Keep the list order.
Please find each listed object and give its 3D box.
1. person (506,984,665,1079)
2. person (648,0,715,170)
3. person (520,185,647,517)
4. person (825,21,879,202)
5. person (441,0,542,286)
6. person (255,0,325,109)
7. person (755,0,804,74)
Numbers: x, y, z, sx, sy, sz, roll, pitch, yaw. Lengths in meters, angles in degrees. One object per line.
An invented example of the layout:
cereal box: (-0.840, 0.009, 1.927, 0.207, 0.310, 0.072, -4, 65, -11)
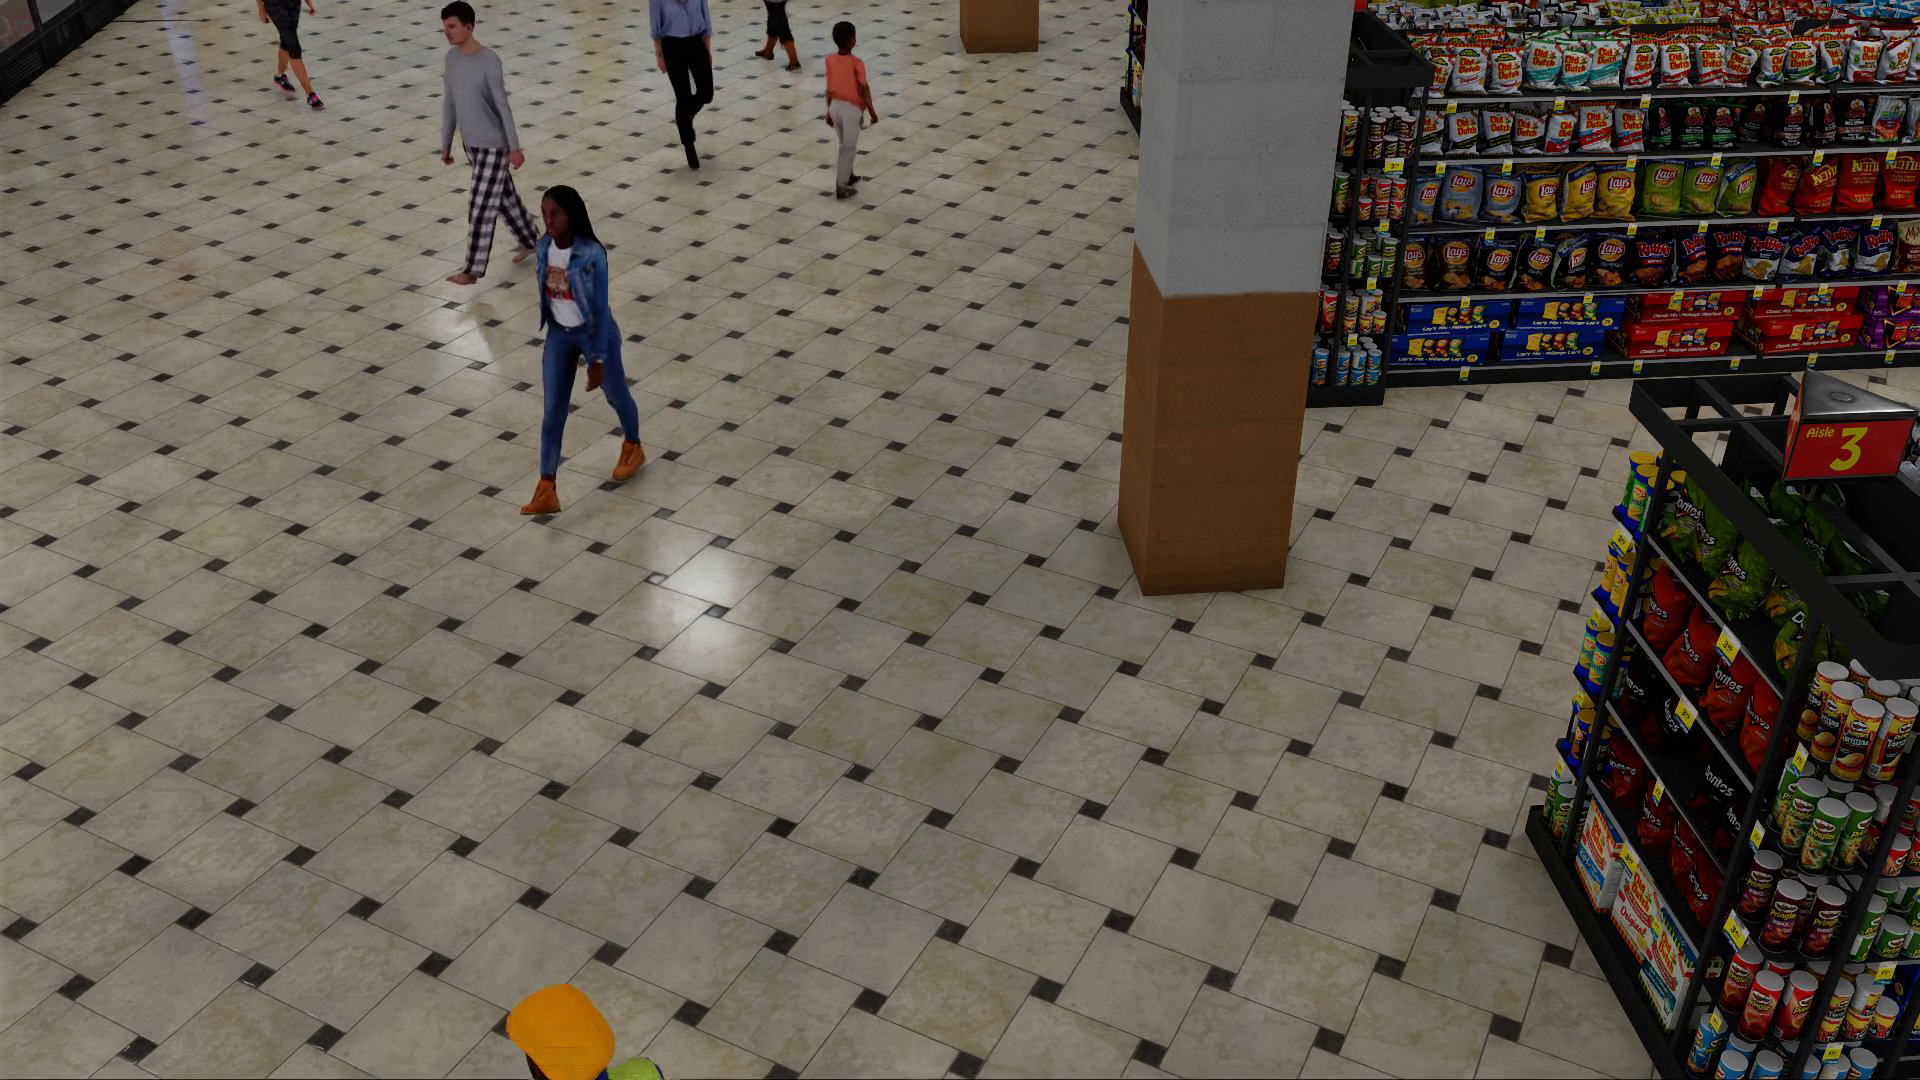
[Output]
person: (-0.754, 1.765, 3.943, 1.049, 1.793, 1.004, 25, 40, 35)
person: (-2.164, -3.777, 12.912, 0.814, 1.726, 0.857, -15, 35, -23)
person: (-1.856, -0.994, 8.493, 1.179, 1.669, 1.014, 11, 34, 18)
person: (-0.876, -3.151, 12.316, 0.697, 1.294, 0.742, 21, 37, 30)
person: (-3.069, -2.624, 10.989, 1.174, 1.801, 1.181, 20, 37, 29)
person: (-5.863, -4.614, 14.299, 1.120, 1.682, 1.105, 28, 41, 37)
person: (-1.653, -5.042, 15.233, 1.011, 1.422, 1.004, -24, 39, -34)
